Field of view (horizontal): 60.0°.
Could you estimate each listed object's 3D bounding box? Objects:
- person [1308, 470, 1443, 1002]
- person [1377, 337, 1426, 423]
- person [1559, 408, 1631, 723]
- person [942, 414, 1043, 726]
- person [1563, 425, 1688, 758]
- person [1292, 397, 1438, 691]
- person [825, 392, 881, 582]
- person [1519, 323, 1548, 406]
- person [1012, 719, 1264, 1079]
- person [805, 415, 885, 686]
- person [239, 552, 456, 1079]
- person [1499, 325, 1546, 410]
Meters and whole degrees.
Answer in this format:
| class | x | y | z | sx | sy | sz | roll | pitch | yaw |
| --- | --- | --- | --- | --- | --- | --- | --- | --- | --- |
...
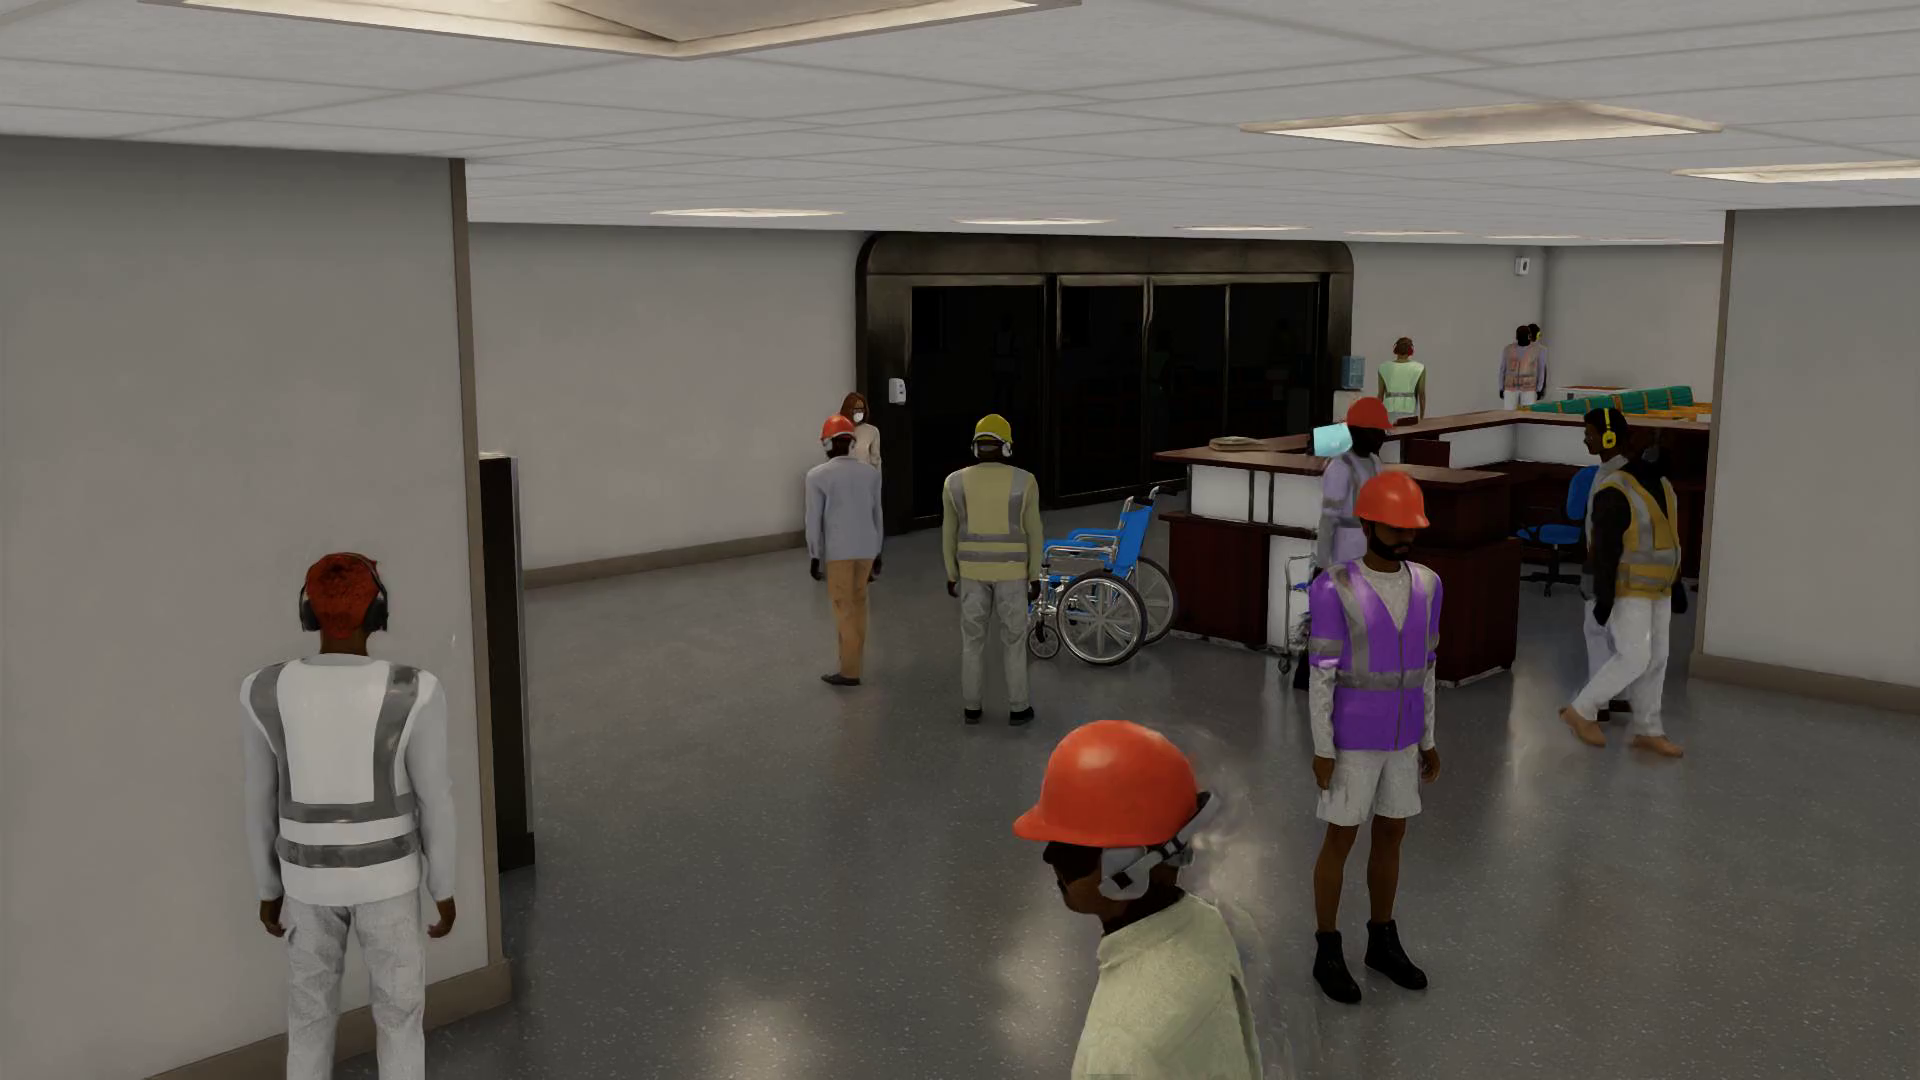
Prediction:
| class | x | y | z | sx | sy | sz | roll | pitch | yaw |
| --- | --- | --- | --- | --- | --- | --- | --- | --- | --- |
| person | 1.527 | 0.708 | 6.081 | 0.544 | 1.939 | 0.353 | -4 | 10 | -22 |
| person | 5.282 | -1.504 | 19.929 | 0.570 | 1.845 | 0.383 | 3 | 10 | 17 |
| person | 3.789 | 0.148 | 9.773 | 0.335 | 1.855 | 0.530 | 8 | 12 | 40 |
| person | 0.199 | 0.179 | 9.683 | 0.586 | 1.822 | 0.403 | 2 | 9 | 11 |
| person | 3.715 | 0.280 | 9.078 | 0.654 | 1.816 | 0.513 | -8 | 12 | -41 |
| person | 2.474 | 0.074 | 10.145 | 1.027 | 1.874 | 0.569 | 7 | 12 | 37 |
| person | -0.899 | -0.435 | 14.062 | 0.504 | 1.627 | 0.285 | -4 | 10 | -24 |
| person | 8.429 | -2.285 | 24.693 | 0.533 | 1.855 | 0.343 | 4 | 10 | 21 |
| person | 0.334 | 1.253 | 2.780 | 1.047 | 1.938 | 0.634 | 2 | 9 | 11 |
| person | -0.753 | 0.062 | 10.744 | 0.562 | 1.715 | 0.607 | -8 | 12 | -39 |
| person | -1.714 | 0.965 | 4.707 | 0.575 | 1.876 | 0.341 | 0 | 9 | -2 |
| person | 8.161 | -2.201 | 24.216 | 0.633 | 1.843 | 0.429 | 5 | 11 | 29 |
